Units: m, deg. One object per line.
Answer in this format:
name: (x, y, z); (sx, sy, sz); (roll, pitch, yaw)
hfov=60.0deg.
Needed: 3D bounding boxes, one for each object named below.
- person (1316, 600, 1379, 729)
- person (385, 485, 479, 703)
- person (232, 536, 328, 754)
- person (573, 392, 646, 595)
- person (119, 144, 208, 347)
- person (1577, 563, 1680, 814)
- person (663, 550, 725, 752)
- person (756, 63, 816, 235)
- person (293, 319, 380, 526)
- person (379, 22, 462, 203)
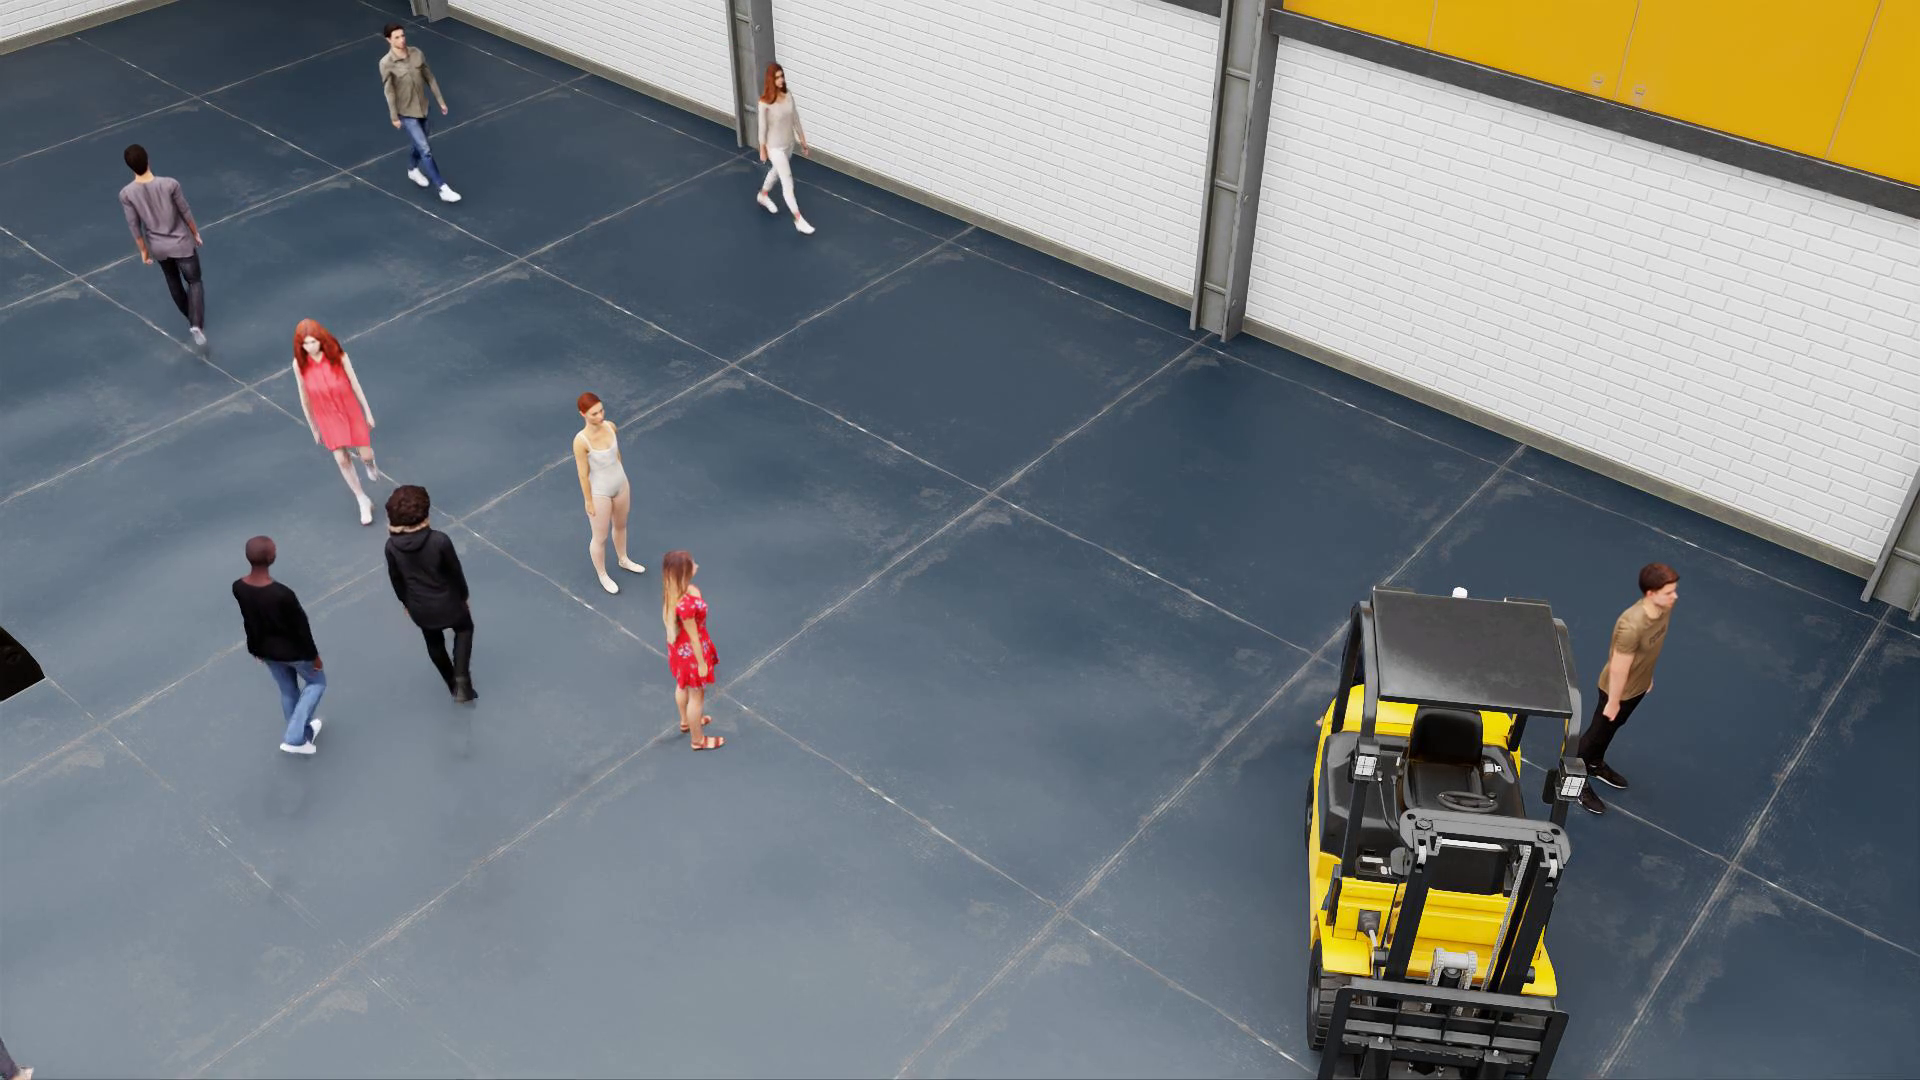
person: (2.577, 0.888, 10.883); (0.720, 1.218, 0.668); (-8, 39, -10)
person: (-3.482, 0.429, 11.013); (0.850, 1.772, 0.913); (-4, 39, -5)
person: (-4.342, 0.754, 10.636); (0.809, 1.736, 0.871); (6, 39, 8)
person: (-2.588, -0.370, 12.117); (0.497, 1.644, 0.570); (23, 44, 26)
person: (-7.002, -2.591, 14.749); (1.038, 1.830, 1.168); (-10, 40, -12)
person: (4.147, 0.886, 10.379); (0.677, 1.850, 0.590); (-31, 48, -33)
person: (-1.772, 0.700, 10.818); (0.709, 1.593, 0.599); (-17, 42, -20)
person: (-1.846, -3.946, 16.573); (1.134, 1.672, 0.584); (28, 46, 30)
person: (-4.738, -0.958, 12.720); (0.853, 1.810, 0.933); (-11, 40, -13)
person: (-5.638, -4.409, 17.035); (1.178, 1.818, 0.773); (23, 44, 26)
